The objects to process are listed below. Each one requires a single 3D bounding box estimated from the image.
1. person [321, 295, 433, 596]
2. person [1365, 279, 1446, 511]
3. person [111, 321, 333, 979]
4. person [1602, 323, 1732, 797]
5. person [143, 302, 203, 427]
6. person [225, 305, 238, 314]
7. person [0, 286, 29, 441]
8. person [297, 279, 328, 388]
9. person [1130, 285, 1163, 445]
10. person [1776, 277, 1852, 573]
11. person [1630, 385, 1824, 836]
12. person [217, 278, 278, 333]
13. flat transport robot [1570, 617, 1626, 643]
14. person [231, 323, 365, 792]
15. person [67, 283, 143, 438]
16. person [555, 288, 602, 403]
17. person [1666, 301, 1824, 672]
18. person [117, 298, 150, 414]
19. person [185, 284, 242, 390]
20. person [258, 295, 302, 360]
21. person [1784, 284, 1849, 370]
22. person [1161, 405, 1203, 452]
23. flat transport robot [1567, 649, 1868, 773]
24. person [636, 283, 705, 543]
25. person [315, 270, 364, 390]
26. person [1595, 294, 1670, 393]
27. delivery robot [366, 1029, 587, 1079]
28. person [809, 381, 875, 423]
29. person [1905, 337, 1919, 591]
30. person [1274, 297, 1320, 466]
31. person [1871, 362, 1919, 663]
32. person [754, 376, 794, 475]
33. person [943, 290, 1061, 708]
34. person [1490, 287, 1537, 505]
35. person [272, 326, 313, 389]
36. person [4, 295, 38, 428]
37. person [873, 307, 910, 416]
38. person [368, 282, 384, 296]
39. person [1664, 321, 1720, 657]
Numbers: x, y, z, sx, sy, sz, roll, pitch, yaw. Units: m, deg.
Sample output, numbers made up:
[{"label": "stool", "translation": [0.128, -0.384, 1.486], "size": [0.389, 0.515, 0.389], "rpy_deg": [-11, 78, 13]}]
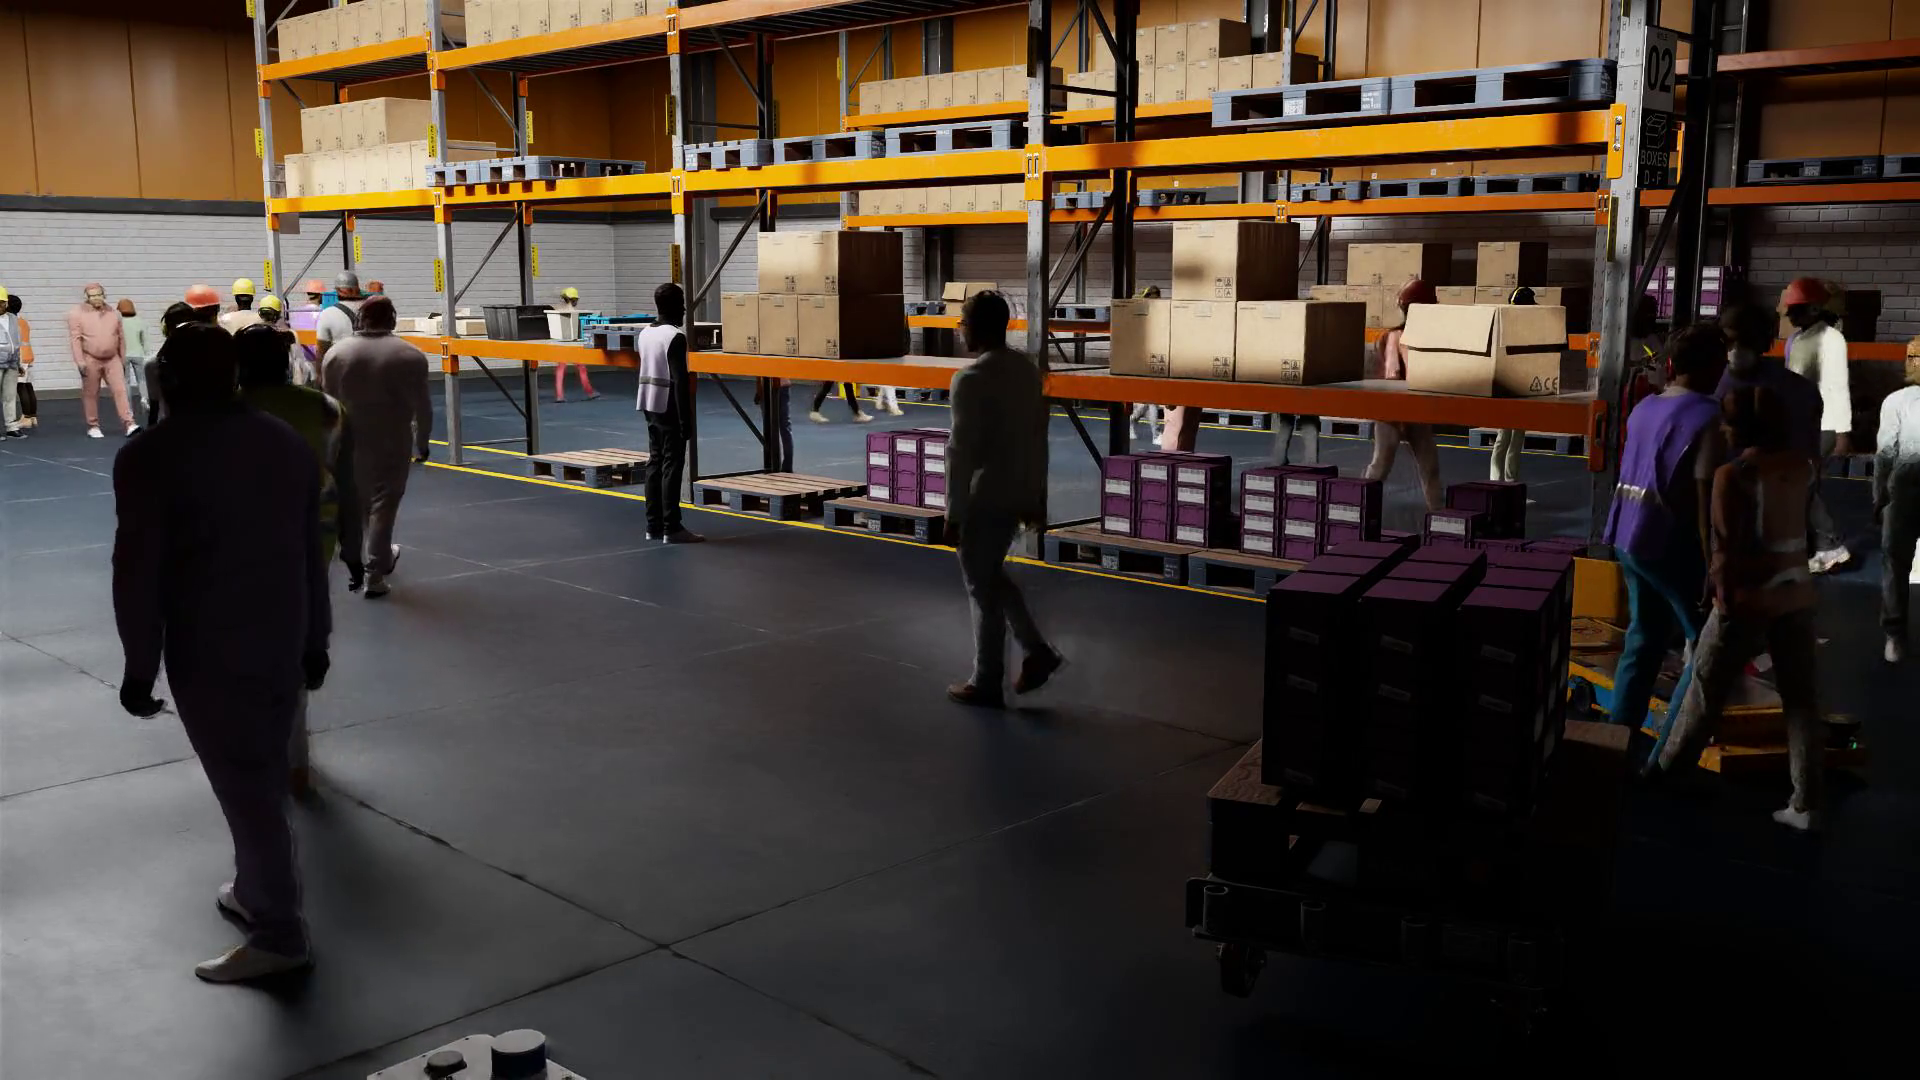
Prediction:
[{"label": "person", "translation": [-3.654, -0.612, 10.544], "size": [0.651, 1.847, 1.016], "rpy_deg": [0, 9, 0]}, {"label": "person", "translation": [3.258, -0.880, 11.902], "size": [0.609, 1.934, 1.033], "rpy_deg": [-6, 11, -31]}, {"label": "person", "translation": [-2.139, 0.312, 4.863], "size": [0.655, 1.873, 0.654], "rpy_deg": [4, 10, 23]}, {"label": "person", "translation": [2.759, 0.081, 6.399], "size": [0.523, 1.809, 0.637], "rpy_deg": [-1, 9, -8]}, {"label": "person", "translation": [-4.843, -0.590, 10.538], "size": [0.513, 1.823, 0.955], "rpy_deg": [-8, 12, -41]}, {"label": "person", "translation": [-8.156, -1.862, 18.933], "size": [0.508, 1.610, 0.654], "rpy_deg": [-7, 12, -38]}, {"label": "person", "translation": [-11.323, -2.087, 19.655], "size": [0.404, 1.829, 0.591], "rpy_deg": [3, 10, 20]}, {"label": "person", "translation": [-8.208, -2.354, 21.091], "size": [0.554, 1.904, 0.956], "rpy_deg": [5, 11, 30]}, {"label": "person", "translation": [2.195, -2.027, 19.296], "size": [0.531, 1.835, 0.831], "rpy_deg": [-7, 12, -36]}, {"label": "person", "translation": [5.614, -0.739, 10.983], "size": [0.491, 1.963, 0.678], "rpy_deg": [0, 9, 2]}, {"label": "person", "translation": [2.894, 0.231, 6.126], "size": [0.595, 1.596, 0.822], "rpy_deg": [-3, 10, -20]}, {"label": "person", "translation": [-7.076, -1.631, 16.562], "size": [0.593, 1.926, 0.366], "rpy_deg": [-7, 11, -35]}, {"label": "flat transport robot", "translation": [2.748, 0.553, 8.236], "size": [1.431, 0.197, 0.652], "rpy_deg": [-2, 9, -10]}, {"label": "person", "translation": [-2.780, 0.049, 6.640], "size": [0.656, 1.801, 0.903], "rpy_deg": [-9, 13, -44]}, {"label": "person", "translation": [-10.161, -2.106, 19.713], "size": [1.001, 1.848, 0.666], "rpy_deg": [8, 12, 41]}, {"label": "person", "translation": [-5.876, -2.960, 25.303], "size": [0.541, 1.726, 0.872], "rpy_deg": [5, 11, 28]}, {"label": "person", "translation": [3.312, -0.069, 7.143], "size": [0.633, 1.890, 0.923], "rpy_deg": [4, 10, 22]}, {"label": "person", "translation": [-11.355, -2.487, 22.740], "size": [0.522, 1.622, 0.501], "rpy_deg": [-7, 11, -35]}, {"label": "person", "translation": [-5.793, -1.076, 13.214], "size": [0.575, 1.910, 0.681], "rpy_deg": [9, 13, 43]}, {"label": "person", "translation": [-6.688, -1.498, 16.235], "size": [0.528, 1.767, 0.329], "rpy_deg": [-2, 9, -12]}, {"label": "person", "translation": [5.974, -0.831, 11.688], "size": [0.382, 1.917, 0.585], "rpy_deg": [9, 13, 42]}, {"label": "person", "translation": [2.059, -1.378, 15.070], "size": [0.404, 1.906, 0.651], "rpy_deg": [8, 12, 41]}, {"label": "flat transport robot", "translation": [3.189, 0.709, 7.276], "size": [0.652, 0.197, 1.431], "rpy_deg": [-2, 9, -10]}, {"label": "person", "translation": [-2.180, -0.934, 12.317], "size": [0.371, 1.916, 0.597], "rpy_deg": [-7, 12, -38]}, {"label": "person", "translation": [-6.285, -1.765, 17.033], "size": [0.702, 2.000, 0.957], "rpy_deg": [-9, 13, -43]}, {"label": "person", "translation": [4.876, -0.873, 12.160], "size": [0.585, 1.859, 0.839], "rpy_deg": [-2, 9, -11]}, {"label": "delivery robot", "translation": [-0.838, 1.187, 3.194], "size": [0.707, 0.478, 0.477], "rpy_deg": [8, 12, 40]}, {"label": "person", "translation": [-1.593, -2.339, 21.728], "size": [0.873, 1.650, 0.547], "rpy_deg": [-1, 9, -7]}, {"label": "person", "translation": [6.005, -0.465, 10.354], "size": [0.520, 1.602, 0.648], "rpy_deg": [-5, 11, -30]}, {"label": "person", "translation": [3.021, -1.266, 14.804], "size": [0.495, 1.788, 1.008], "rpy_deg": [-2, 9, -10]}, {"label": "person", "translation": [4.850, -0.185, 8.345], "size": [0.504, 1.720, 0.702], "rpy_deg": [4, 10, 21]}, {"label": "person", "translation": [-1.804, -1.443, 15.906], "size": [0.329, 1.765, 0.526], "rpy_deg": [5, 10, 27]}, {"label": "person", "translation": [0.149, -0.168, 7.588], "size": [0.471, 1.926, 0.652], "rpy_deg": [6, 11, 31]}, {"label": "person", "translation": [4.742, -1.209, 14.162], "size": [0.508, 1.868, 0.329], "rpy_deg": [-7, 12, -38]}, {"label": "person", "translation": [-4.909, -0.734, 11.991], "size": [0.472, 1.620, 0.533], "rpy_deg": [7, 12, 37]}, {"label": "person", "translation": [-11.975, -2.266, 21.155], "size": [0.322, 1.696, 0.536], "rpy_deg": [-1, 9, -9]}, {"label": "person", "translation": [-1.012, -2.650, 23.185], "size": [0.635, 1.811, 0.832], "rpy_deg": [-6, 11, -33]}, {"label": "person", "translation": [-8.463, -2.837, 24.243], "size": [0.603, 1.829, 0.972], "rpy_deg": [4, 10, 25]}, {"label": "person", "translation": [3.395, -0.086, 7.468], "size": [0.774, 1.808, 0.658], "rpy_deg": [6, 11, 33]}]
